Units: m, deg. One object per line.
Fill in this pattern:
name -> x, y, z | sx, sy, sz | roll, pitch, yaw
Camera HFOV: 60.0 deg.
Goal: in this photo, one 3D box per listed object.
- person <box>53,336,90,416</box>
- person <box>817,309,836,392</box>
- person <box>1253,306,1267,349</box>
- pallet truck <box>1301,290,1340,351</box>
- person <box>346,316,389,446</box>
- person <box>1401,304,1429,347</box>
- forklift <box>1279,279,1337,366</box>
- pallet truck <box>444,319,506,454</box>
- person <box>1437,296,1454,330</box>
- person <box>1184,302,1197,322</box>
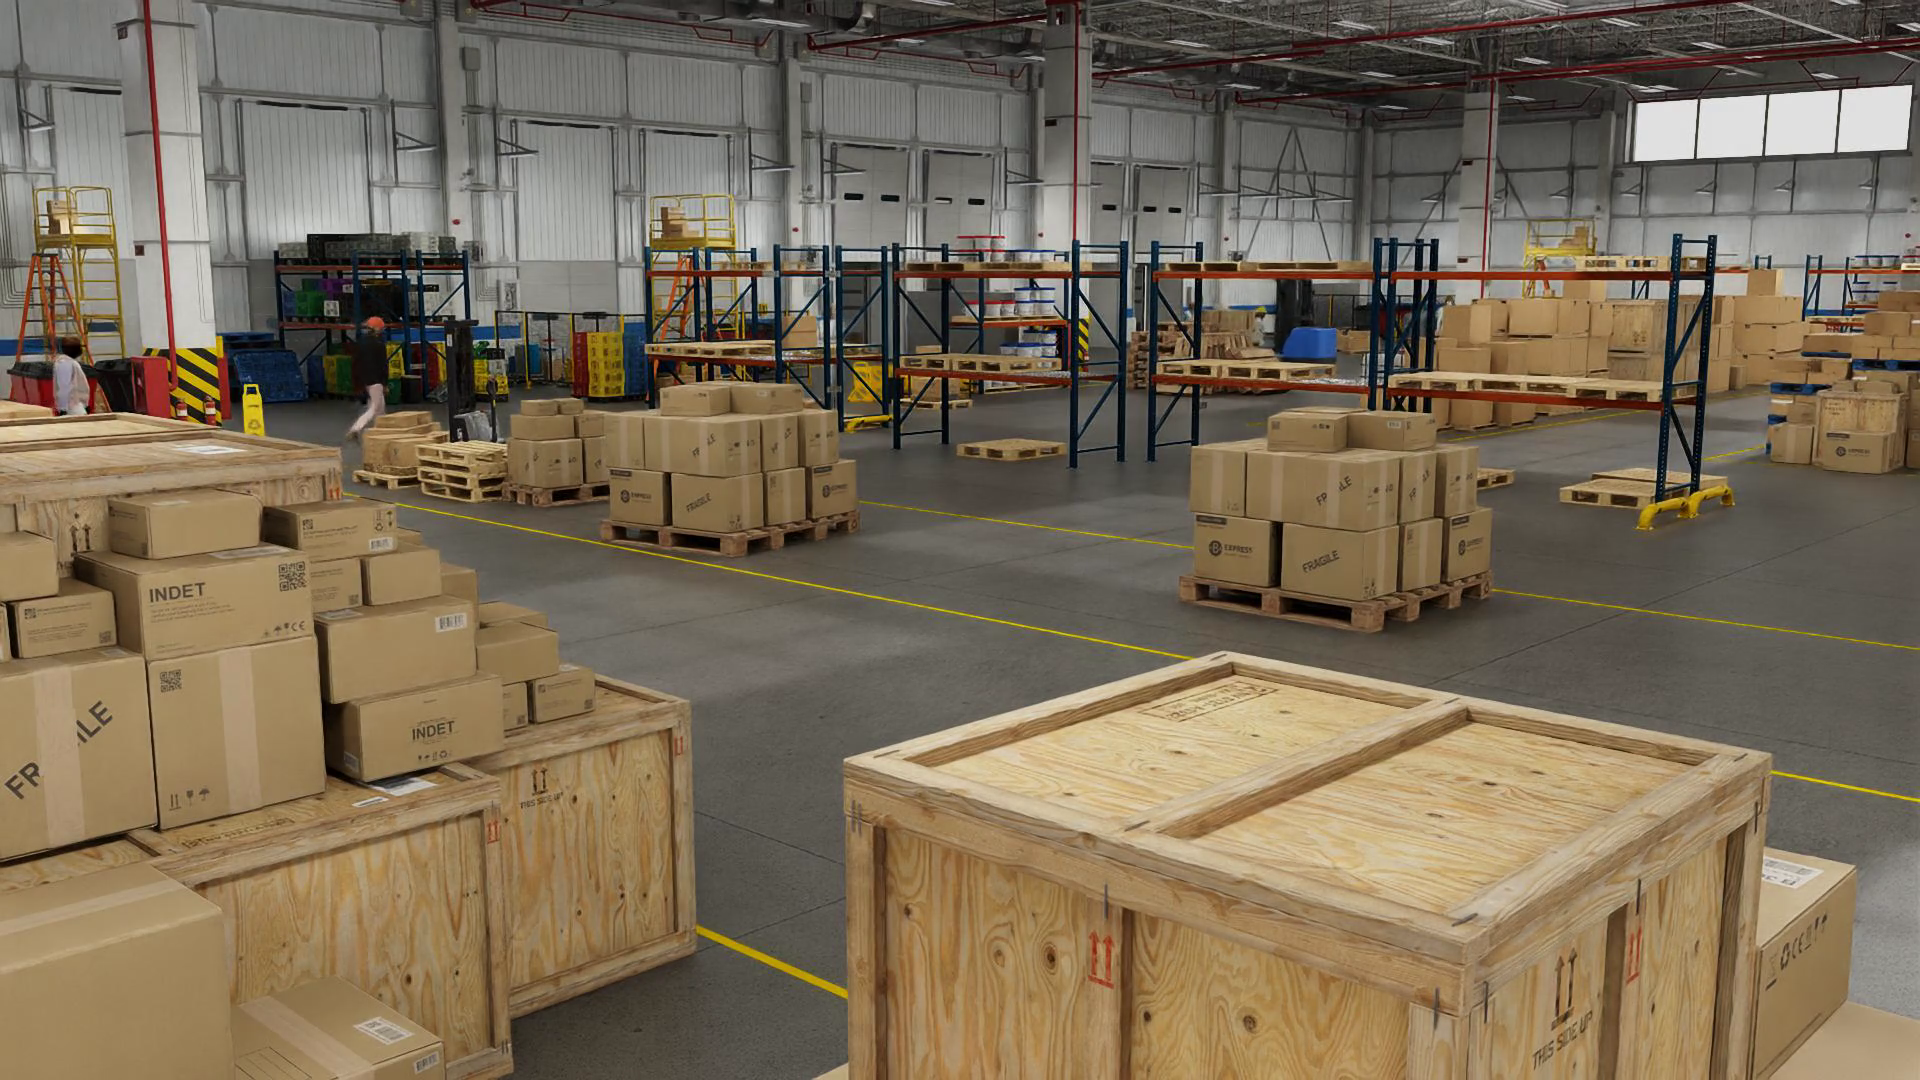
person -> -11.552, -1.760, 21.695 | 0.999, 1.789, 0.645 | -4, 10, -24
person -> -2.903, -4.172, 36.319 | 0.585, 1.845, 0.949 | 1, 9, 8
person -> 7.532, -4.946, 41.378 | 0.621, 1.719, 0.513 | 2, 10, 13
pallet truck -> 11.297, -6.951, 52.861 | 1.885, 1.965, 0.823 | -5, 11, -29
person -> -8.832, -2.365, 24.884 | 0.626, 1.963, 0.878 | 8, 12, 39
person -> 10.899, -4.782, 39.910 | 0.639, 1.880, 1.057 | 6, 11, 33
forklift -> 9.053, -6.013, 44.414 | 1.873, 2.768, 1.129 | 9, 13, 43
pallet truck -> -6.981, -1.942, 22.150 | 1.885, 1.965, 0.823 | 1, 9, 9
person -> 13.705, -5.880, 46.649 | 0.643, 1.892, 1.007 | 2, 9, 12
person -> 7.256, -6.648, 52.173 | 0.510, 1.610, 0.794 | -1, 9, -7
